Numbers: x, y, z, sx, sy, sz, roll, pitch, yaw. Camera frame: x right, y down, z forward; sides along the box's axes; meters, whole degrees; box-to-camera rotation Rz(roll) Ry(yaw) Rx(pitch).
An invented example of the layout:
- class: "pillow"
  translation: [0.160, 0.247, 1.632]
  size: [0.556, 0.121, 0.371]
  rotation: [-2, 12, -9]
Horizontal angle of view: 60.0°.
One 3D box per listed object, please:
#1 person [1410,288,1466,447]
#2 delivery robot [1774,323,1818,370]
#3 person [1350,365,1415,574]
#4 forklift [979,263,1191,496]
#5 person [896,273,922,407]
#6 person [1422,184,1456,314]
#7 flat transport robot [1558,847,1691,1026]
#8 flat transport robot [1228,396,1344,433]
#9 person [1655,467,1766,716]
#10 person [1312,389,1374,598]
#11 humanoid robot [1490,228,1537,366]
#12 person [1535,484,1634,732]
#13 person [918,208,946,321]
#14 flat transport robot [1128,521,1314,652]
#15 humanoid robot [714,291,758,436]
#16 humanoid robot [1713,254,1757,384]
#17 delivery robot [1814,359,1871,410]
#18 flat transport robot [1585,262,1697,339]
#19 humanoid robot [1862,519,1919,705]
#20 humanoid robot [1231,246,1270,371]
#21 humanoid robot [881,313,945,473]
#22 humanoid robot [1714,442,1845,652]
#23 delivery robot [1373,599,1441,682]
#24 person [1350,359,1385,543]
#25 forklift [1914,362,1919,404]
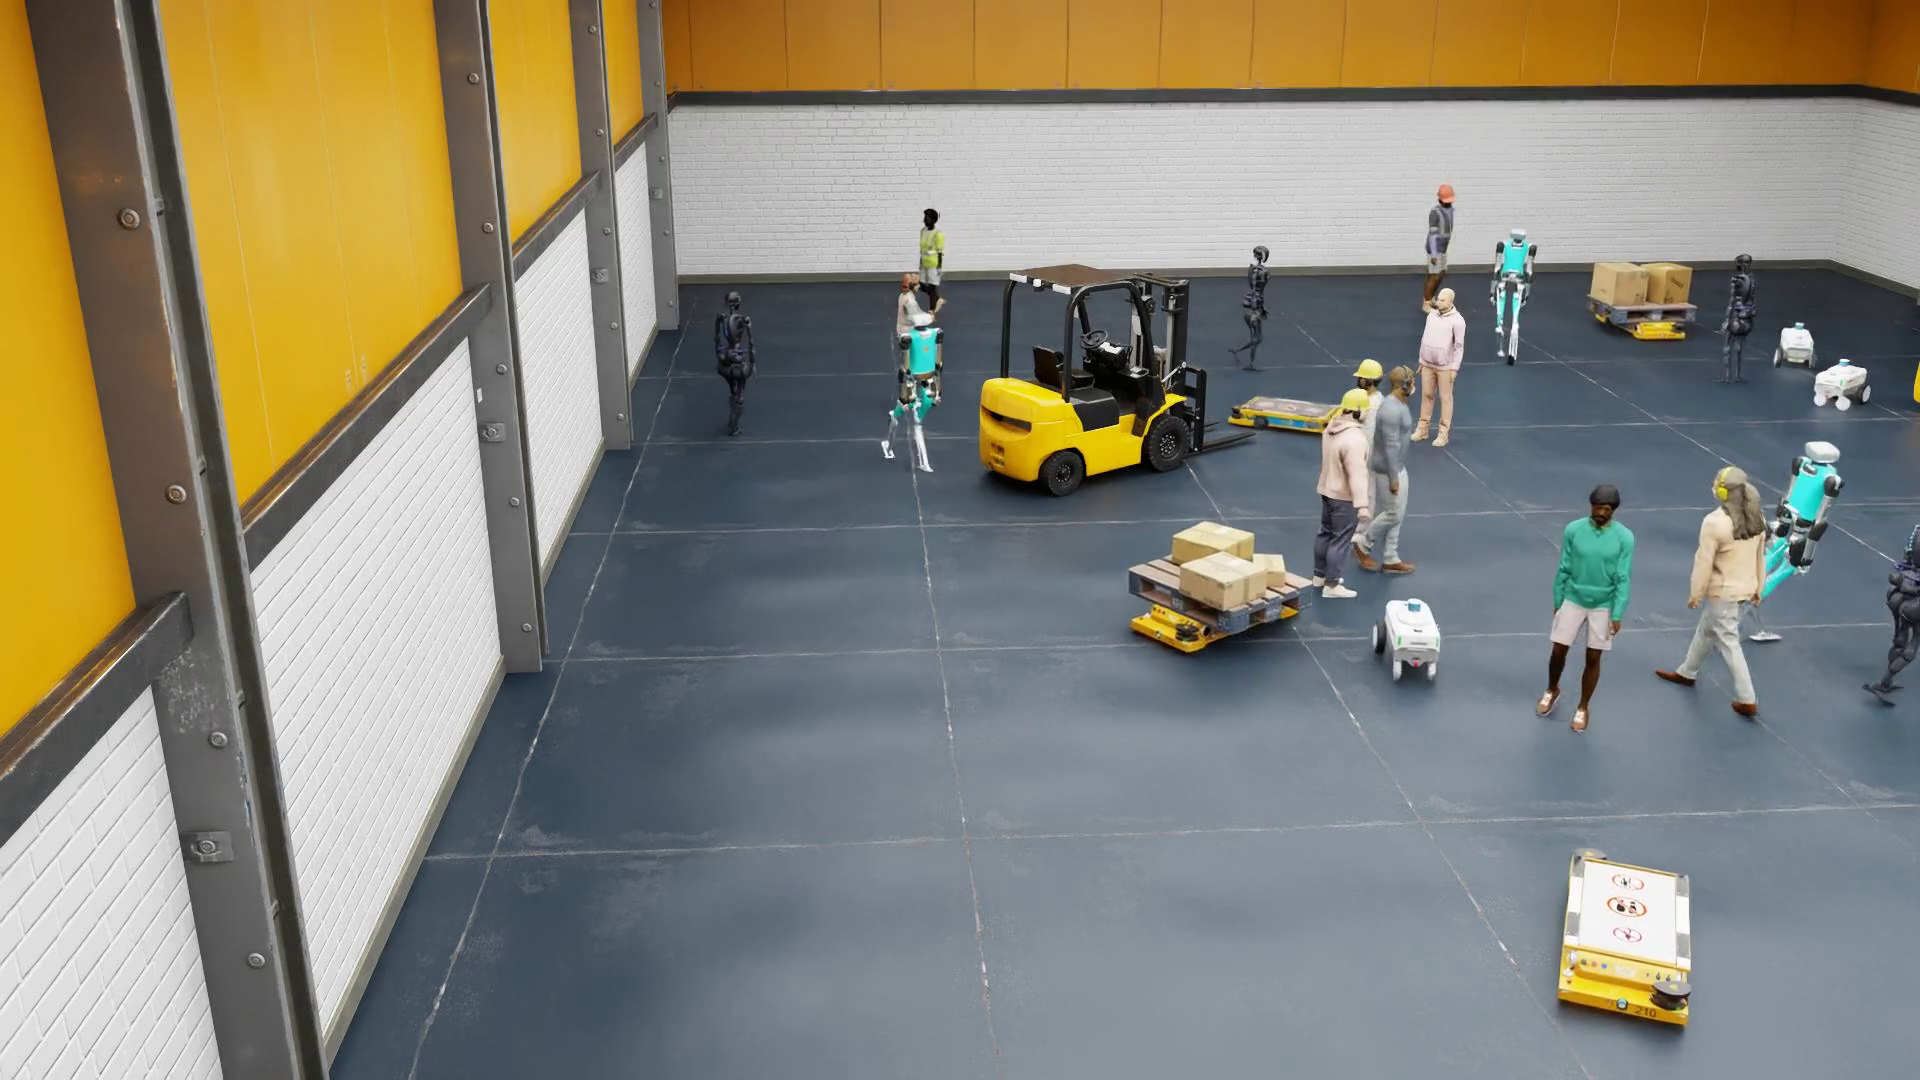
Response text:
- class: "person"
  translation: [5.416, -1.959, 18.766]
  size: [0.402, 1.784, 0.520]
  rotation: [-17, 26, -39]
- class: "delivery robot"
  translation: [11.217, -2.610, 22.304]
  size: [0.499, 0.580, 0.776]
  rotation: [7, 21, 19]
- class: "person"
  translation: [3.855, -0.608, 14.905]
  size: [0.583, 1.909, 0.717]
  rotation: [7, 21, 19]
- class: "forklift"
  translation: [1.315, -1.764, 17.646]
  size: [2.313, 2.155, 1.214]
  rotation: [-14, 24, -33]
- class: "person"
  translation: [-0.618, -2.439, 20.288]
  size: [0.312, 1.634, 0.512]
  rotation: [-5, 21, -13]
- class: "person"
  translation: [7.234, -4.385, 25.079]
  size: [0.514, 1.990, 0.704]
  rotation: [17, 26, 38]
- class: "flat transport robot"
  translation: [3.813, 2.239, 9.526]
  size: [0.659, 0.231, 1.431]
  rotation: [8, 22, 20]
- class: "flat transport robot"
  translation: [3.947, -1.452, 19.583]
  size: [1.431, 0.231, 0.659]
  rotation: [10, 22, 24]
- class: "person"
  translation: [5.742, 0.364, 12.389]
  size: [0.556, 1.834, 0.907]
  rotation: [-12, 23, -29]
- class: "person"
  translation: [3.310, -0.409, 14.446]
  size: [0.443, 1.858, 0.797]
  rotation: [-3, 20, -9]
- class: "humanoid robot"
  translation: [7.414, -3.228, 22.351]
  size: [0.557, 1.812, 0.903]
  rotation: [5, 21, 13]
- class: "person"
  translation: [4.539, 0.474, 12.059]
  size: [0.536, 1.836, 0.473]
  rotation: [8, 22, 21]
- class: "person"
  translation: [-0.410, -4.082, 24.675]
  size: [0.437, 1.685, 0.546]
  rotation: [-14, 24, -33]
- class: "flat transport robot"
  translation: [2.176, 0.594, 14.010]
  size: [1.431, 0.231, 0.659]
  rotation: [-15, 25, -36]
- class: "humanoid robot"
  translation: [-2.587, -2.054, 19.186]
  size: [0.589, 1.643, 0.462]
  rotation: [10, 23, 26]
- class: "humanoid robot"
  translation: [9.992, -2.841, 21.334]
  size: [0.614, 1.643, 0.345]
  rotation: [-15, 25, -34]
- class: "delivery robot"
  translation: [10.839, -1.930, 20.454]
  size: [0.740, 0.584, 0.512]
  rotation: [-16, 26, -37]
- class: "flat transport robot"
  translation: [9.924, -3.181, 24.293]
  size: [0.659, 0.231, 1.431]
  rotation: [-2, 20, -5]
- class: "humanoid robot"
  translation: [7.113, 0.403, 12.502]
  size: [0.493, 1.644, 0.604]
  rotation: [2, 20, 6]
- class: "humanoid robot"
  translation: [3.839, -3.058, 21.912]
  size: [0.451, 1.641, 0.583]
  rotation: [8, 21, 20]
- class: "humanoid robot"
  translation: [-0.588, -1.637, 17.995]
  size: [0.546, 1.785, 0.935]
  rotation: [-13, 24, -31]
- class: "humanoid robot"
  translation: [6.421, 0.118, 13.288]
  size: [0.901, 1.839, 0.570]
  rotation: [-3, 20, -8]
- class: "delivery robot"
  translation: [3.571, 0.758, 13.170]
  size: [0.499, 0.610, 0.804]
  rotation: [2, 20, 6]
- class: "person"
  translation: [3.824, -0.840, 15.743]
  size: [0.313, 1.769, 0.524]
  rotation: [8, 21, 20]
- class: "forklift"
  translation: [12.602, -2.435, 19.475]
  size: [2.313, 2.155, 1.214]
  rotation: [-1, 20, -4]
